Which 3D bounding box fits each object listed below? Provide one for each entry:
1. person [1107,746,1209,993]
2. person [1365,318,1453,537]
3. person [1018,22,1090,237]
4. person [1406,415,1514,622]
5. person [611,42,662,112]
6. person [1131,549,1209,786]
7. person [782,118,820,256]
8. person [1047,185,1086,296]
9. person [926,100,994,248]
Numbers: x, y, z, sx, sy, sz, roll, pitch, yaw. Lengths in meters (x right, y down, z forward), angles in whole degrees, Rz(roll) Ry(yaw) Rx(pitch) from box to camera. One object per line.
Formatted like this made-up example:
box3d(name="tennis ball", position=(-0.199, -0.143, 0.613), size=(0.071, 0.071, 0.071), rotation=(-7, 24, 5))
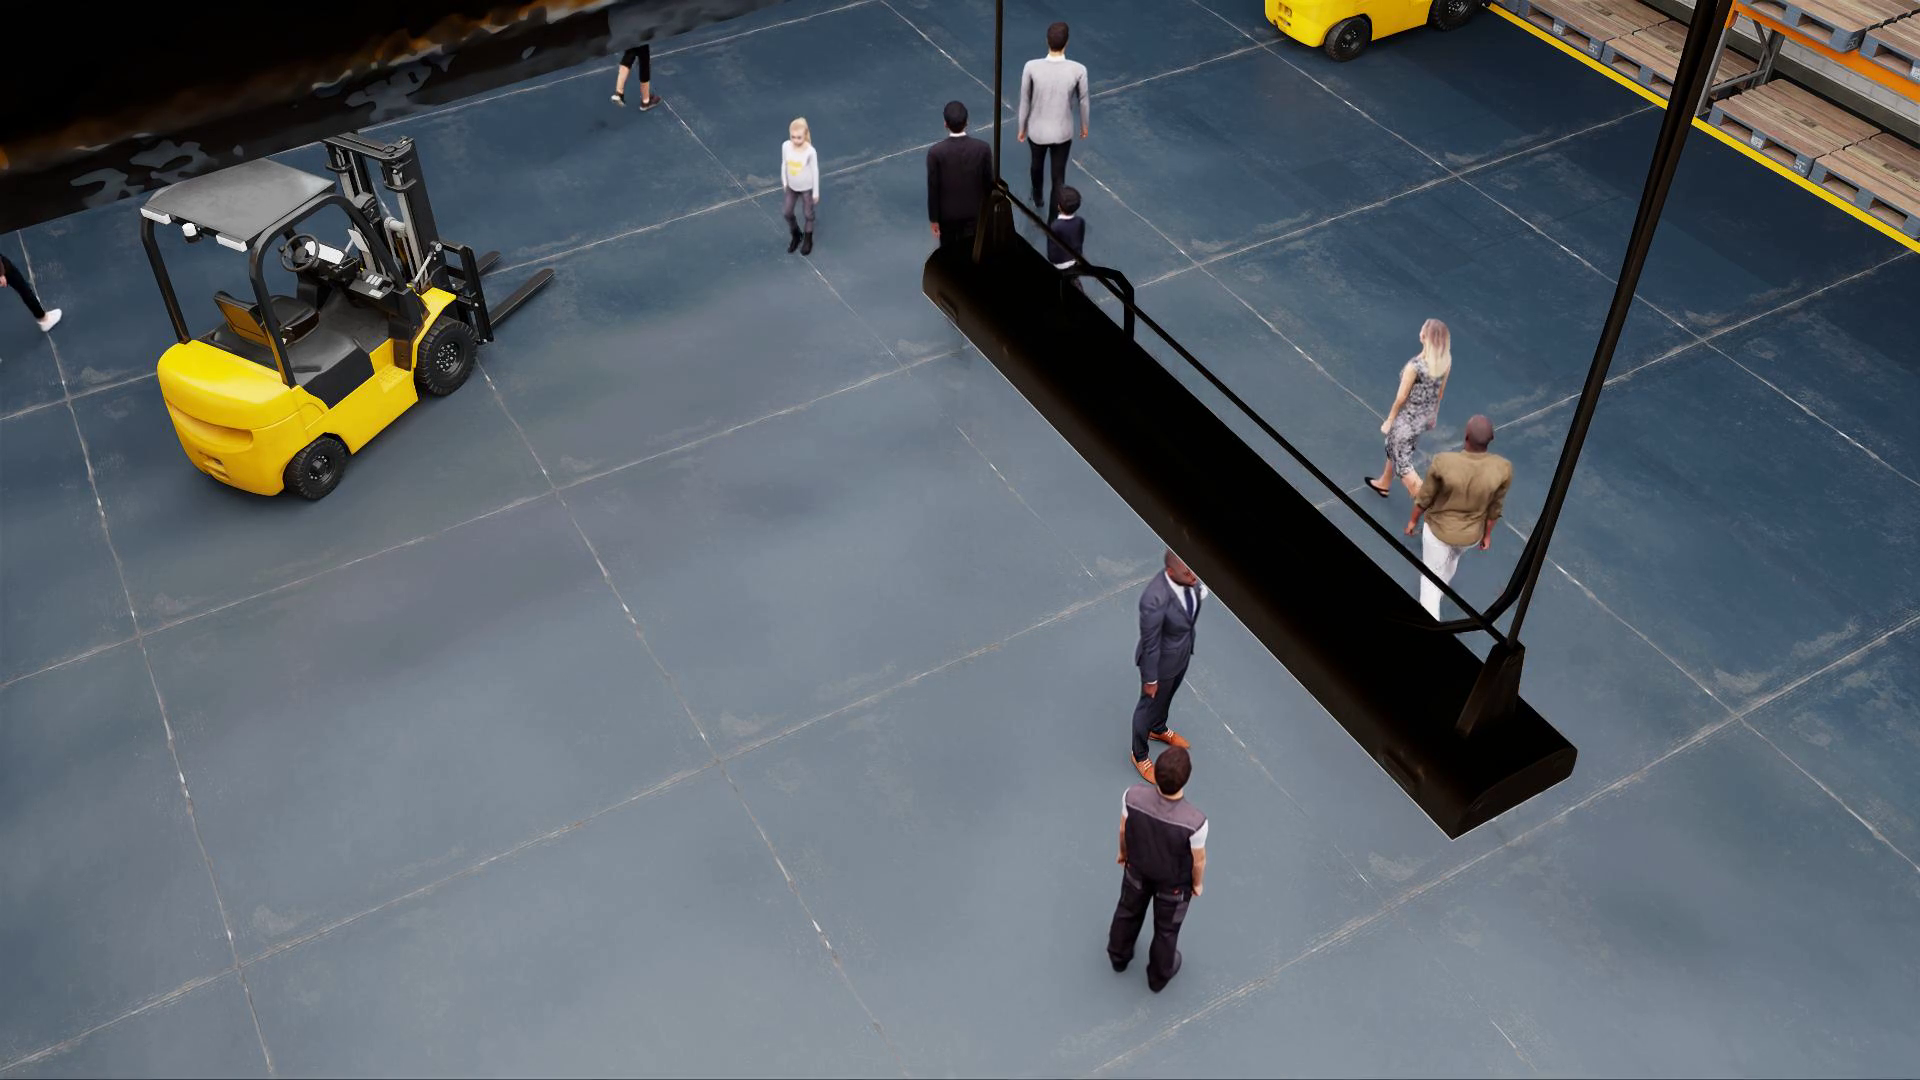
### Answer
box3d(name="person", position=(1.070, 1.766, 8.944), size=(0.698, 1.844, 0.807), rotation=(22, 48, 22))
box3d(name="person", position=(3.252, -0.768, 11.726), size=(0.630, 1.675, 1.084), rotation=(-26, 49, -24))
box3d(name="person", position=(0.783, -3.513, 14.449), size=(1.093, 1.895, 1.191), rotation=(4, 44, 4))
box3d(name="person", position=(3.222, -0.010, 10.843), size=(1.098, 1.796, 1.237), rotation=(2, 44, 2))
box3d(name="person", position=(-3.227, -4.907, 16.043), size=(0.843, 1.715, 0.844), rotation=(24, 49, 23))
box3d(name="person", position=(1.249, 0.699, 10.079), size=(0.756, 1.824, 0.784), rotation=(25, 49, 24))
box3d(name="person", position=(-1.365, -3.112, 14.478), size=(0.603, 1.273, 0.668), rotation=(13, 45, 13))
box3d(name="person", position=(0.891, -2.349, 13.721), size=(0.501, 1.214, 0.739), rotation=(-22, 48, -21))
box3d(name="person", position=(0.001, -2.621, 13.560), size=(1.043, 1.829, 1.285), rotation=(-3, 44, -3))
